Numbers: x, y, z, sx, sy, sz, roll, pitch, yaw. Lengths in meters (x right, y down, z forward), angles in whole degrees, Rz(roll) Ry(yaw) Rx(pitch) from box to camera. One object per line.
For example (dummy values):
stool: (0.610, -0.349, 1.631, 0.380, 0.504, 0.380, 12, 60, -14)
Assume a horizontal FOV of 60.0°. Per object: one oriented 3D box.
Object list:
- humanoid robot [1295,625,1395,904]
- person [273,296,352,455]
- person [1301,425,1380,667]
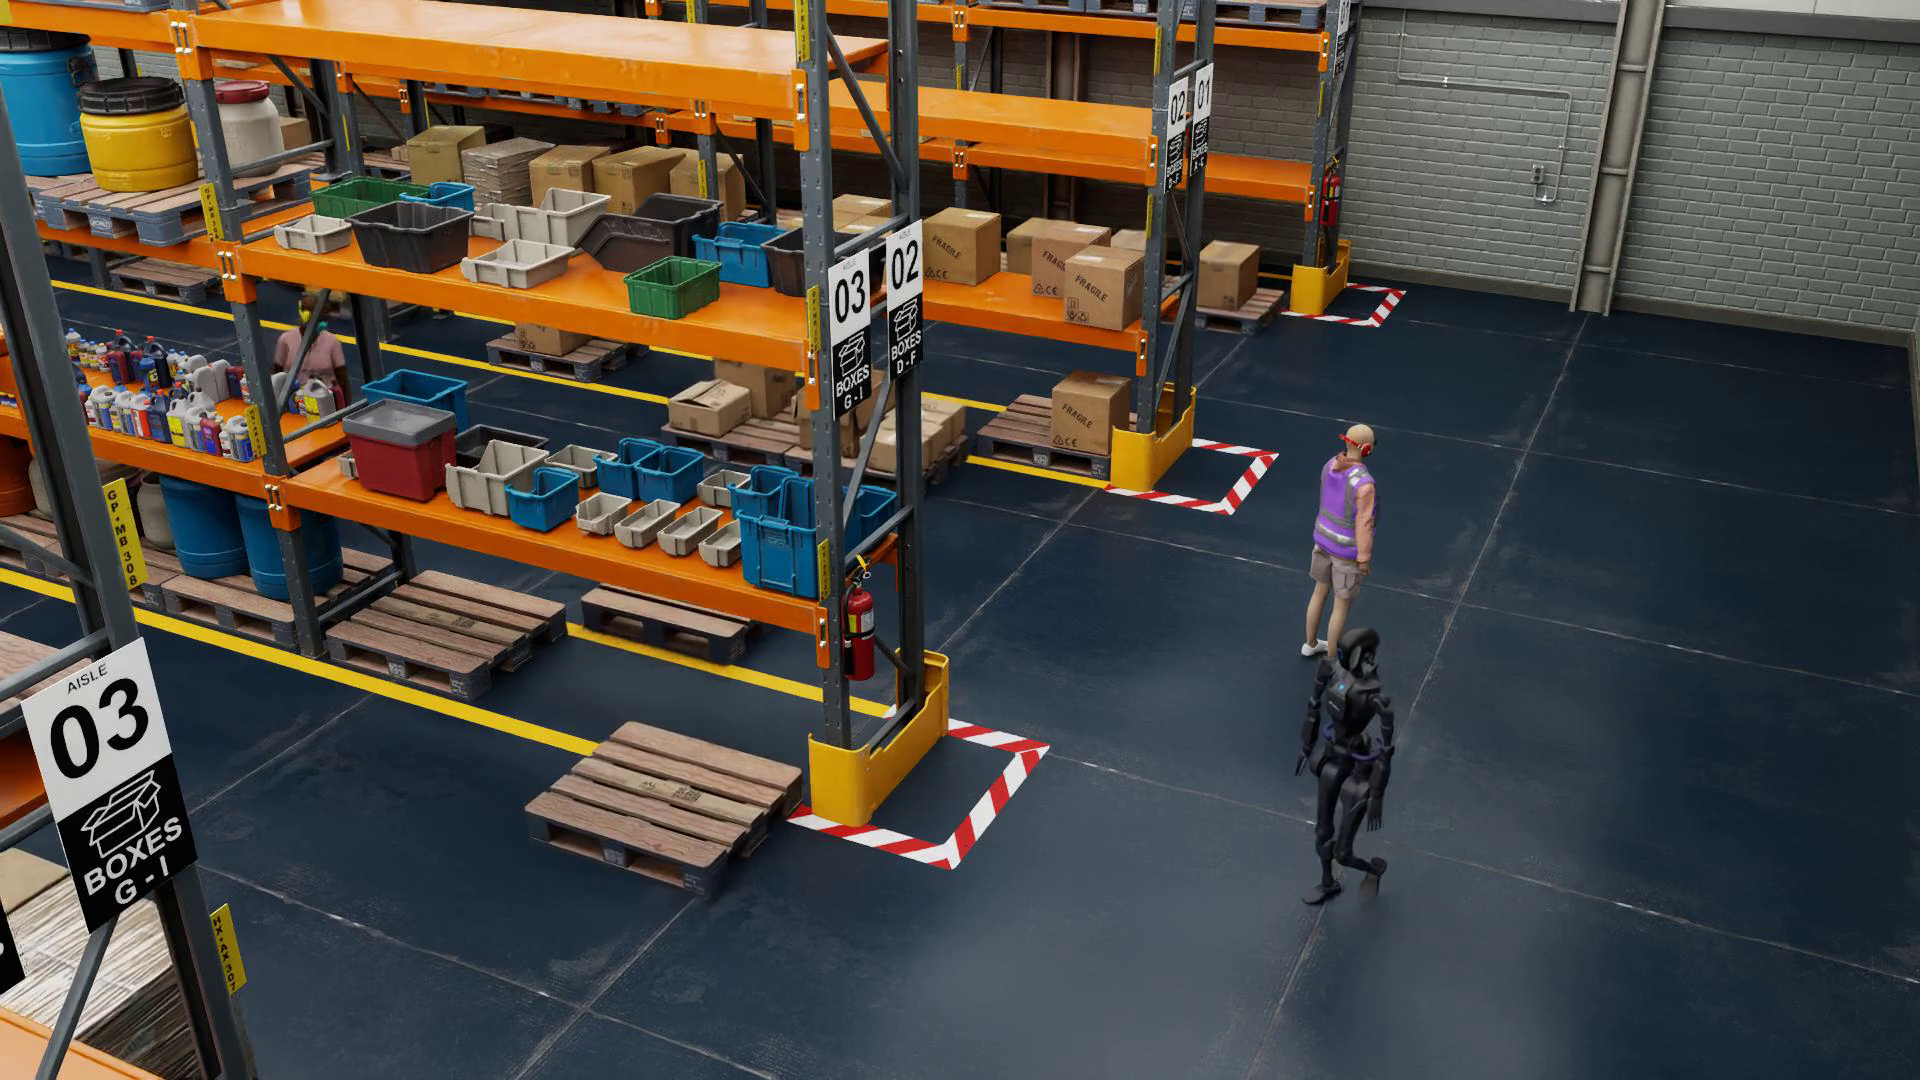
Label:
humanoid robot: (1.979, 1.137, 8.411, 0.390, 1.642, 0.601, -16, 30, -29)
person: (-4.907, -0.994, 12.631, 0.695, 1.772, 0.334, -7, 27, -14)
person: (2.431, 0.058, 10.590, 0.349, 1.688, 0.491, -11, 28, -21)
